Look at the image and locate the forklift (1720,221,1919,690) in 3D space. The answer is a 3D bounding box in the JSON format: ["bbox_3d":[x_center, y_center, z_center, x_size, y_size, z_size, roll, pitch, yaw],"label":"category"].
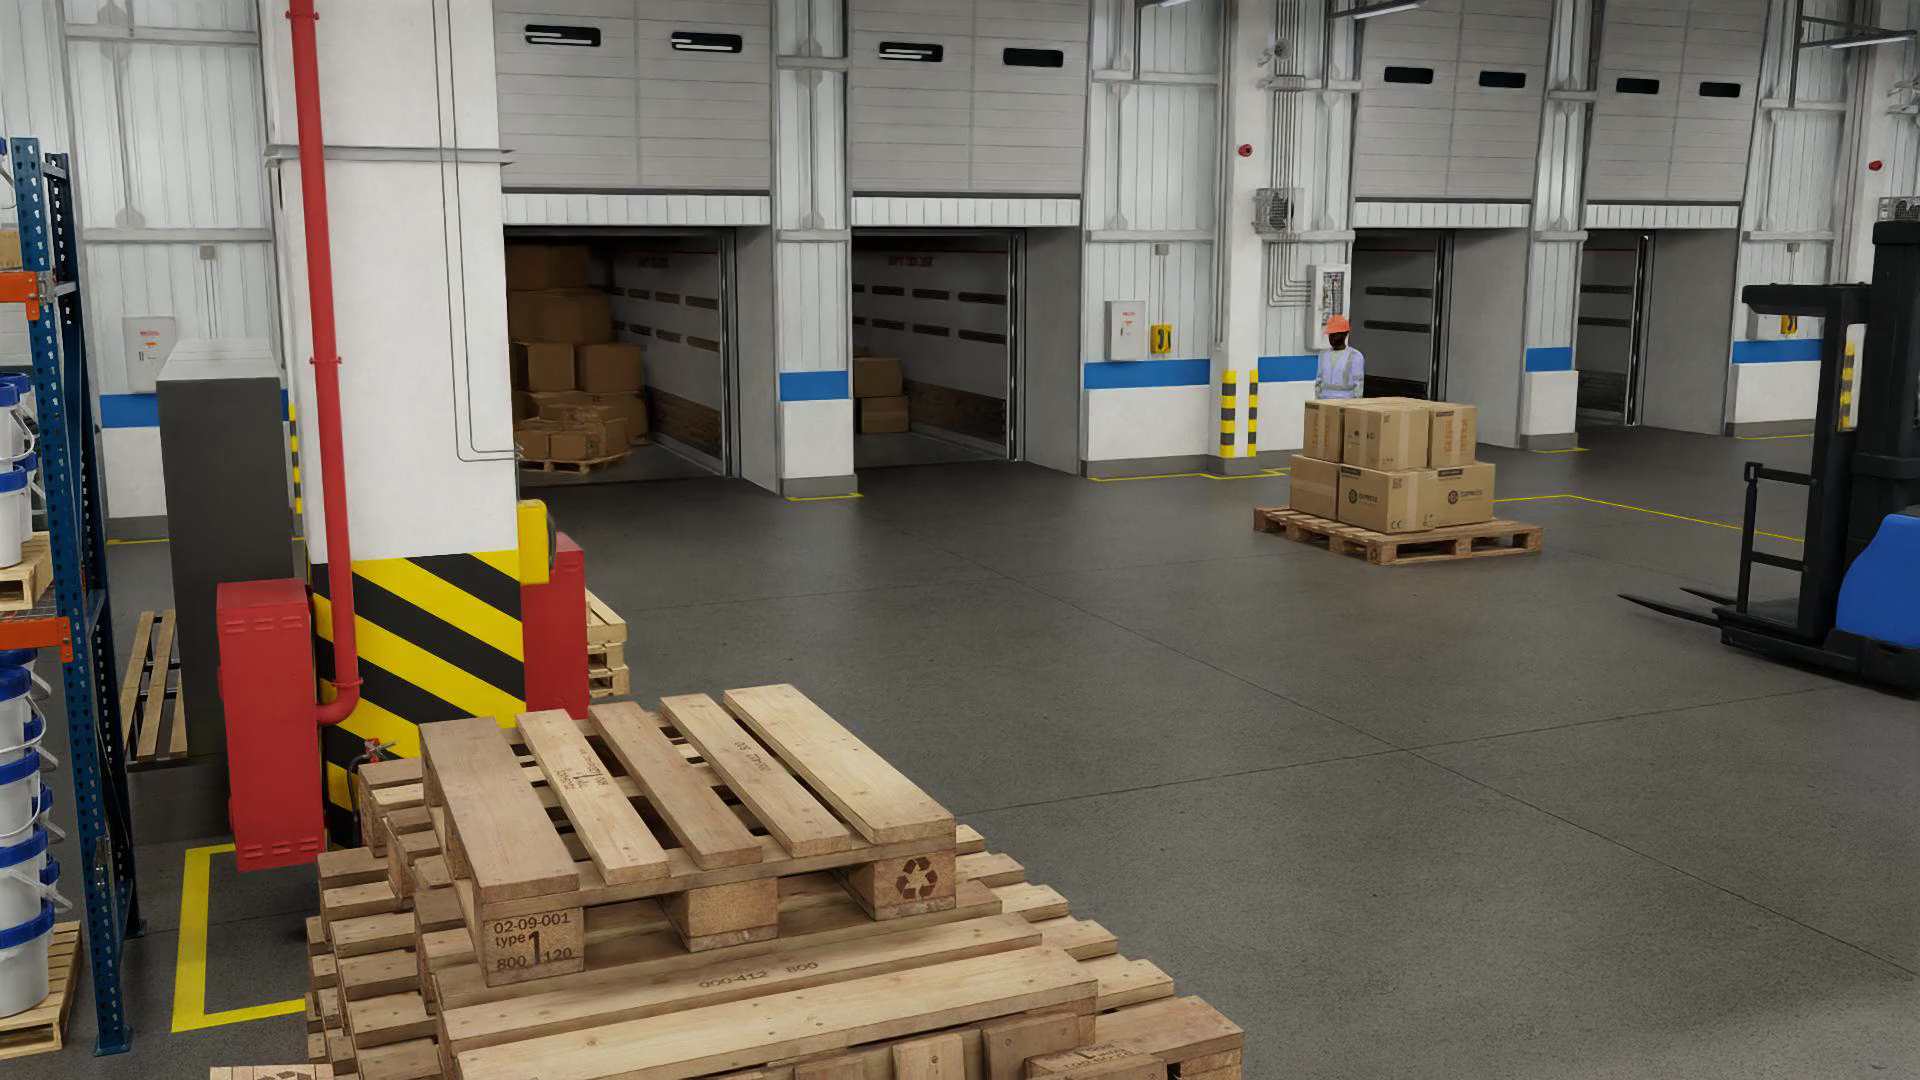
[{"bbox_3d":[5.954,-0.550,10.217,1.129,2.768,1.873,-4,11,-23],"label":"forklift"}]

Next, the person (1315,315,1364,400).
[{"bbox_3d":[3.930,-1.380,17.393,0.375,1.935,0.550,-10,14,-43],"label":"person"}]
